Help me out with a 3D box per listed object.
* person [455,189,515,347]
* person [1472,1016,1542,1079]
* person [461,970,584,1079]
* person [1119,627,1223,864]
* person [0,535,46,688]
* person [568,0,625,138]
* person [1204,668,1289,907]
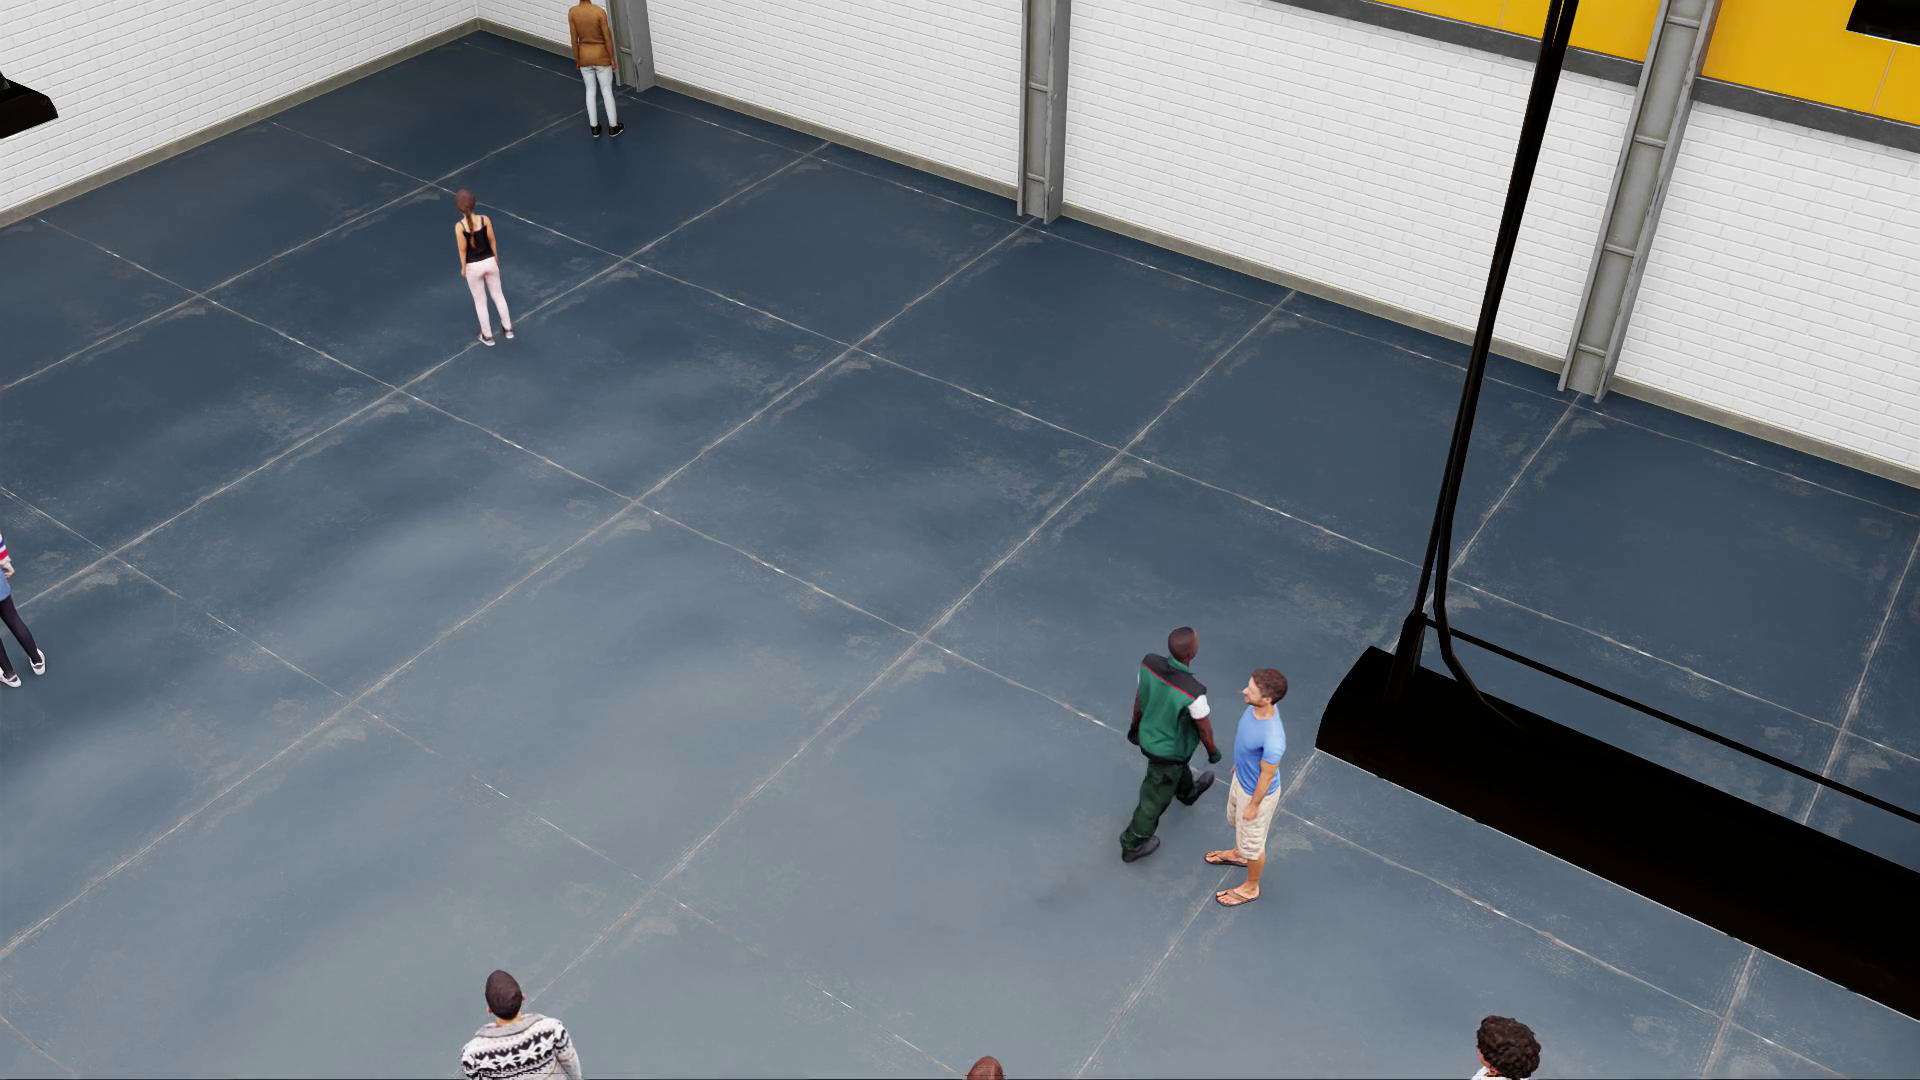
[{"bbox_3d":[-4.499,-2.569,15.625,0.600,1.563,0.596,-24,44,-27],"label":"person"},{"bbox_3d":[2.661,3.074,8.373,0.898,1.795,0.637,24,45,27],"label":"person"},{"bbox_3d":[-2.174,2.949,8.515,1.175,1.814,1.314,-12,40,-14],"label":"person"},{"bbox_3d":[1.250,1.349,10.536,1.035,1.792,1.181,-22,44,-26],"label":"person"},{"bbox_3d":[-7.005,0.293,11.846,0.688,1.808,0.565,-32,48,-33],"label":"person"},{"bbox_3d":[-4.207,-5.535,19.136,0.663,1.816,0.777,2,39,3],"label":"person"},{"bbox_3d":[1.827,1.494,10.297,0.781,1.864,0.739,-3,39,-4],"label":"person"}]
